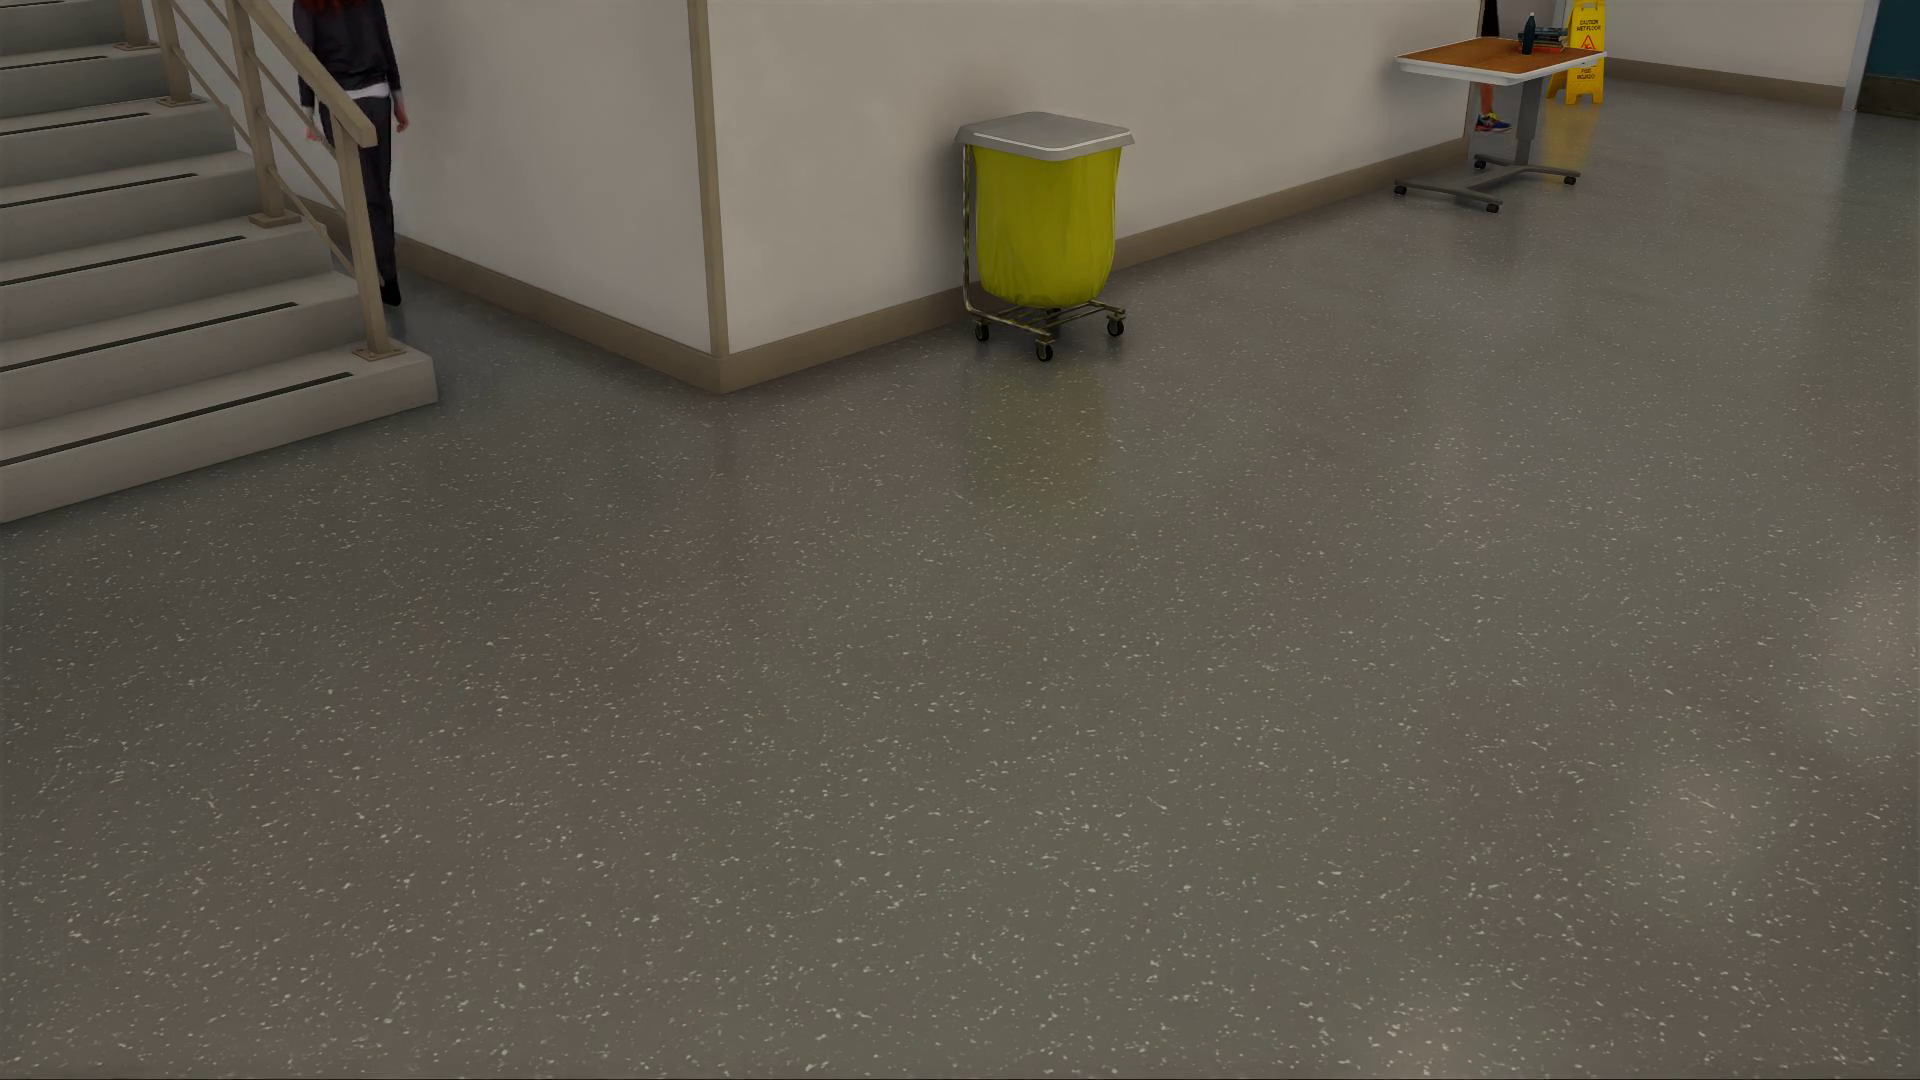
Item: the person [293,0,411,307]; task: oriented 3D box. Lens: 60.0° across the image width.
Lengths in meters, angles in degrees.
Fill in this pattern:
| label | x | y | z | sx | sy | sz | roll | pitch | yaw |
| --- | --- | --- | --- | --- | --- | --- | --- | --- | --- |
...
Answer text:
| label | x | y | z | sx | sy | sz | roll | pitch | yaw |
| --- | --- | --- | --- | --- | --- | --- | --- | --- | --- |
| person | -2.770 | -1.954 | 7.757 | 0.612 | 1.766 | 0.644 | -23 | 34 | -39 |
